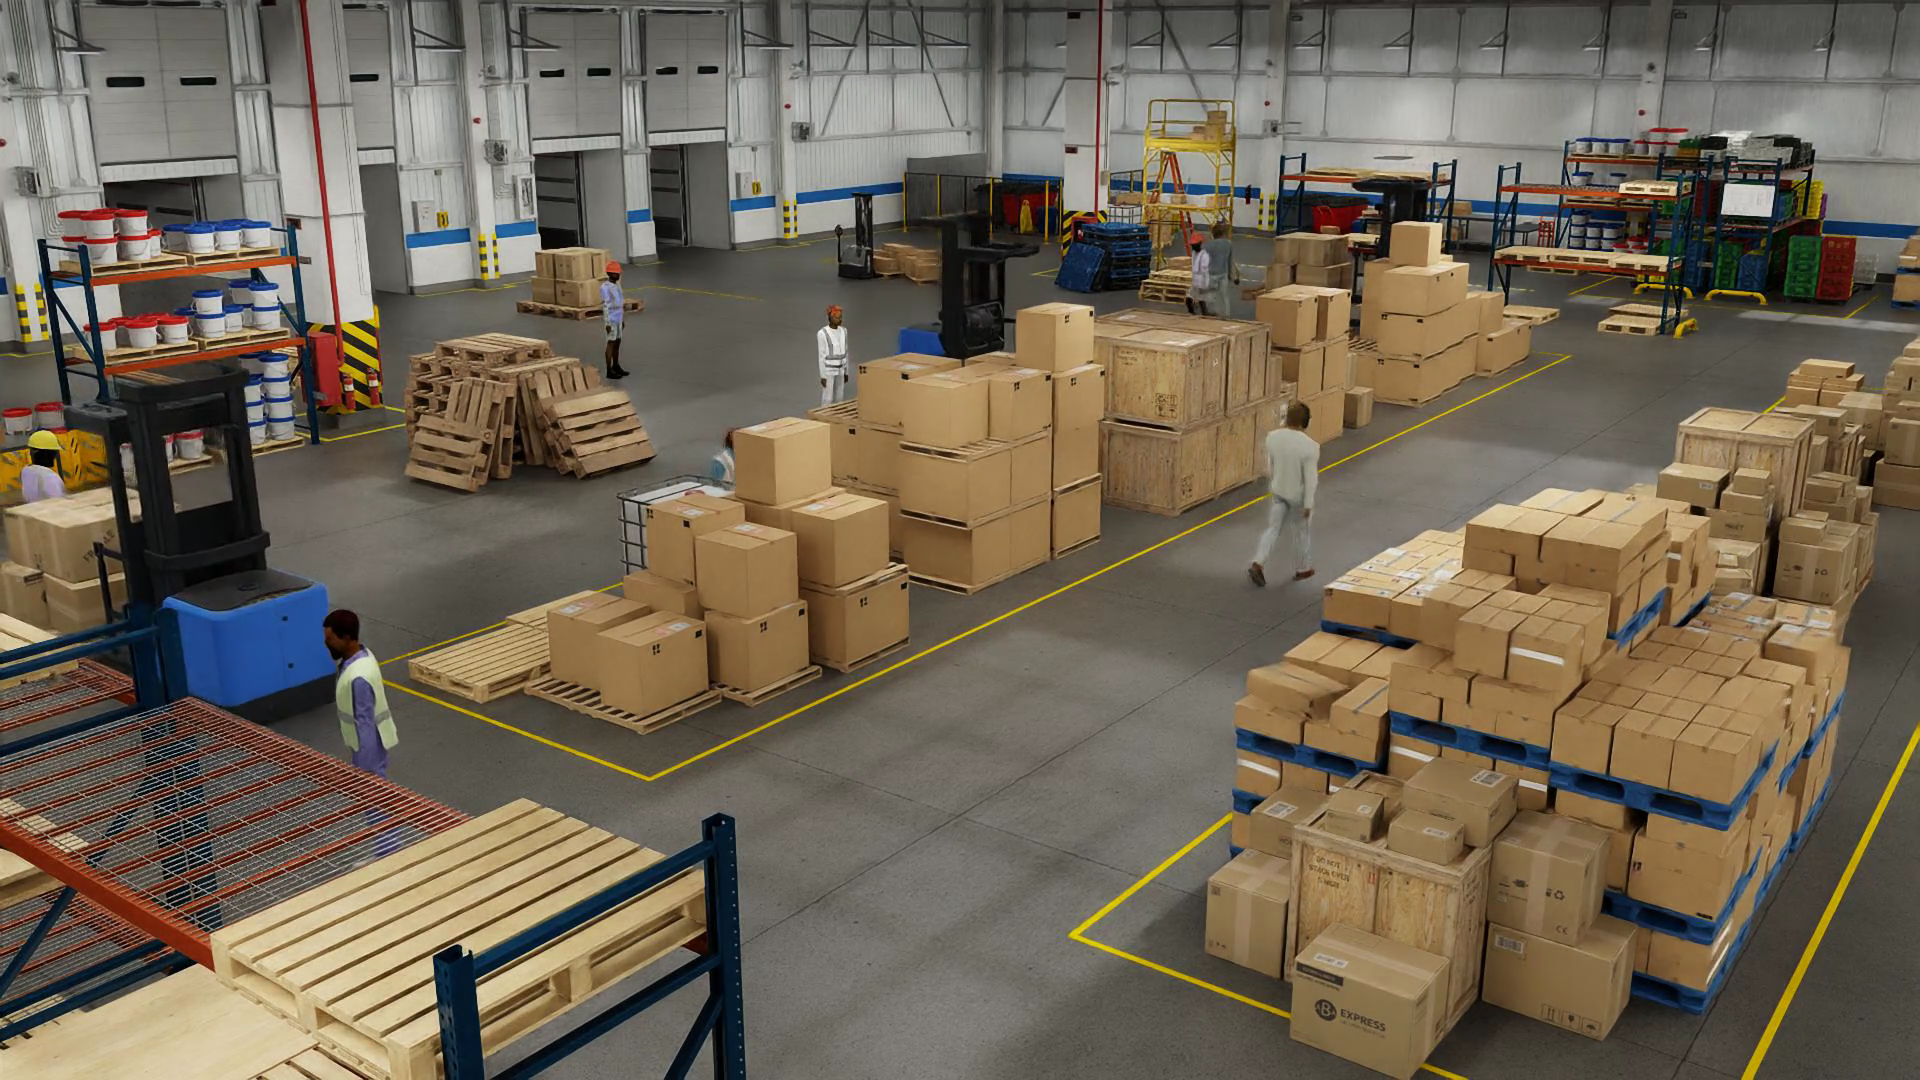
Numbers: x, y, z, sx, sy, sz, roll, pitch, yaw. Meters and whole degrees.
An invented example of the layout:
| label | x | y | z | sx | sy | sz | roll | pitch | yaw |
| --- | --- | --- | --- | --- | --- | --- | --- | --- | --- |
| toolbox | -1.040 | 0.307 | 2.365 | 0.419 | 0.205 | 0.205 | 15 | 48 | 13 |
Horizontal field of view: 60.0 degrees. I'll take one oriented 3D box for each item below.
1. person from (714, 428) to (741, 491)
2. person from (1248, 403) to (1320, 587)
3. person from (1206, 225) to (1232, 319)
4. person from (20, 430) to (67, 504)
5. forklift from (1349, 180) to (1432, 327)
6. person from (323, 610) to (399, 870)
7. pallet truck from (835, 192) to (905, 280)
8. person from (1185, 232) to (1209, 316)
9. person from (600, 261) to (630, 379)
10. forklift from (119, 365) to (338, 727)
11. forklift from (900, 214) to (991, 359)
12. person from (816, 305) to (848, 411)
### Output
| label | x | y | z | sx | sy | sz | roll | pitch | yaw |
| --- | --- | --- | --- | --- | --- | --- | --- | --- | --- |
| person | -2.305 | -0.392 | 17.269 | 0.903 | 1.587 | 0.535 | 11 | 20 | 33 |
| person | 3.342 | -0.455 | 16.931 | 0.630 | 1.915 | 0.895 | 15 | 22 | 40 |
| person | 5.069 | -5.239 | 32.776 | 0.648 | 1.909 | 0.652 | -11 | 20 | -33 |
| person | -8.551 | -0.088 | 15.700 | 0.585 | 1.921 | 0.373 | 10 | 20 | 31 |
| forklift | 8.599 | -5.451 | 31.823 | 1.873 | 2.768 | 1.129 | 12 | 21 | 35 |
| person | -3.908 | 1.356 | 10.948 | 0.401 | 1.909 | 0.593 | -7 | 18 | -23 |
| pallet truck | -1.936 | -7.159 | 38.982 | 1.885 | 1.965 | 0.823 | -12 | 21 | -34 |
| person | 4.497 | -4.870 | 31.544 | 0.586 | 1.909 | 0.556 | -9 | 19 | -26 |
| person | -5.672 | -3.630 | 27.401 | 0.375 | 1.935 | 0.551 | 5 | 17 | 15 |
| forklift | -6.228 | 0.001 | 13.771 | 1.873 | 2.768 | 1.129 | 12 | 21 | 35 |
| forklift | 0.070 | -3.574 | 25.607 | 1.873 | 2.768 | 1.129 | 12 | 21 | 35 |
| person | -1.765 | -2.345 | 23.258 | 0.351 | 1.878 | 0.569 | 13 | 21 | 37 |
